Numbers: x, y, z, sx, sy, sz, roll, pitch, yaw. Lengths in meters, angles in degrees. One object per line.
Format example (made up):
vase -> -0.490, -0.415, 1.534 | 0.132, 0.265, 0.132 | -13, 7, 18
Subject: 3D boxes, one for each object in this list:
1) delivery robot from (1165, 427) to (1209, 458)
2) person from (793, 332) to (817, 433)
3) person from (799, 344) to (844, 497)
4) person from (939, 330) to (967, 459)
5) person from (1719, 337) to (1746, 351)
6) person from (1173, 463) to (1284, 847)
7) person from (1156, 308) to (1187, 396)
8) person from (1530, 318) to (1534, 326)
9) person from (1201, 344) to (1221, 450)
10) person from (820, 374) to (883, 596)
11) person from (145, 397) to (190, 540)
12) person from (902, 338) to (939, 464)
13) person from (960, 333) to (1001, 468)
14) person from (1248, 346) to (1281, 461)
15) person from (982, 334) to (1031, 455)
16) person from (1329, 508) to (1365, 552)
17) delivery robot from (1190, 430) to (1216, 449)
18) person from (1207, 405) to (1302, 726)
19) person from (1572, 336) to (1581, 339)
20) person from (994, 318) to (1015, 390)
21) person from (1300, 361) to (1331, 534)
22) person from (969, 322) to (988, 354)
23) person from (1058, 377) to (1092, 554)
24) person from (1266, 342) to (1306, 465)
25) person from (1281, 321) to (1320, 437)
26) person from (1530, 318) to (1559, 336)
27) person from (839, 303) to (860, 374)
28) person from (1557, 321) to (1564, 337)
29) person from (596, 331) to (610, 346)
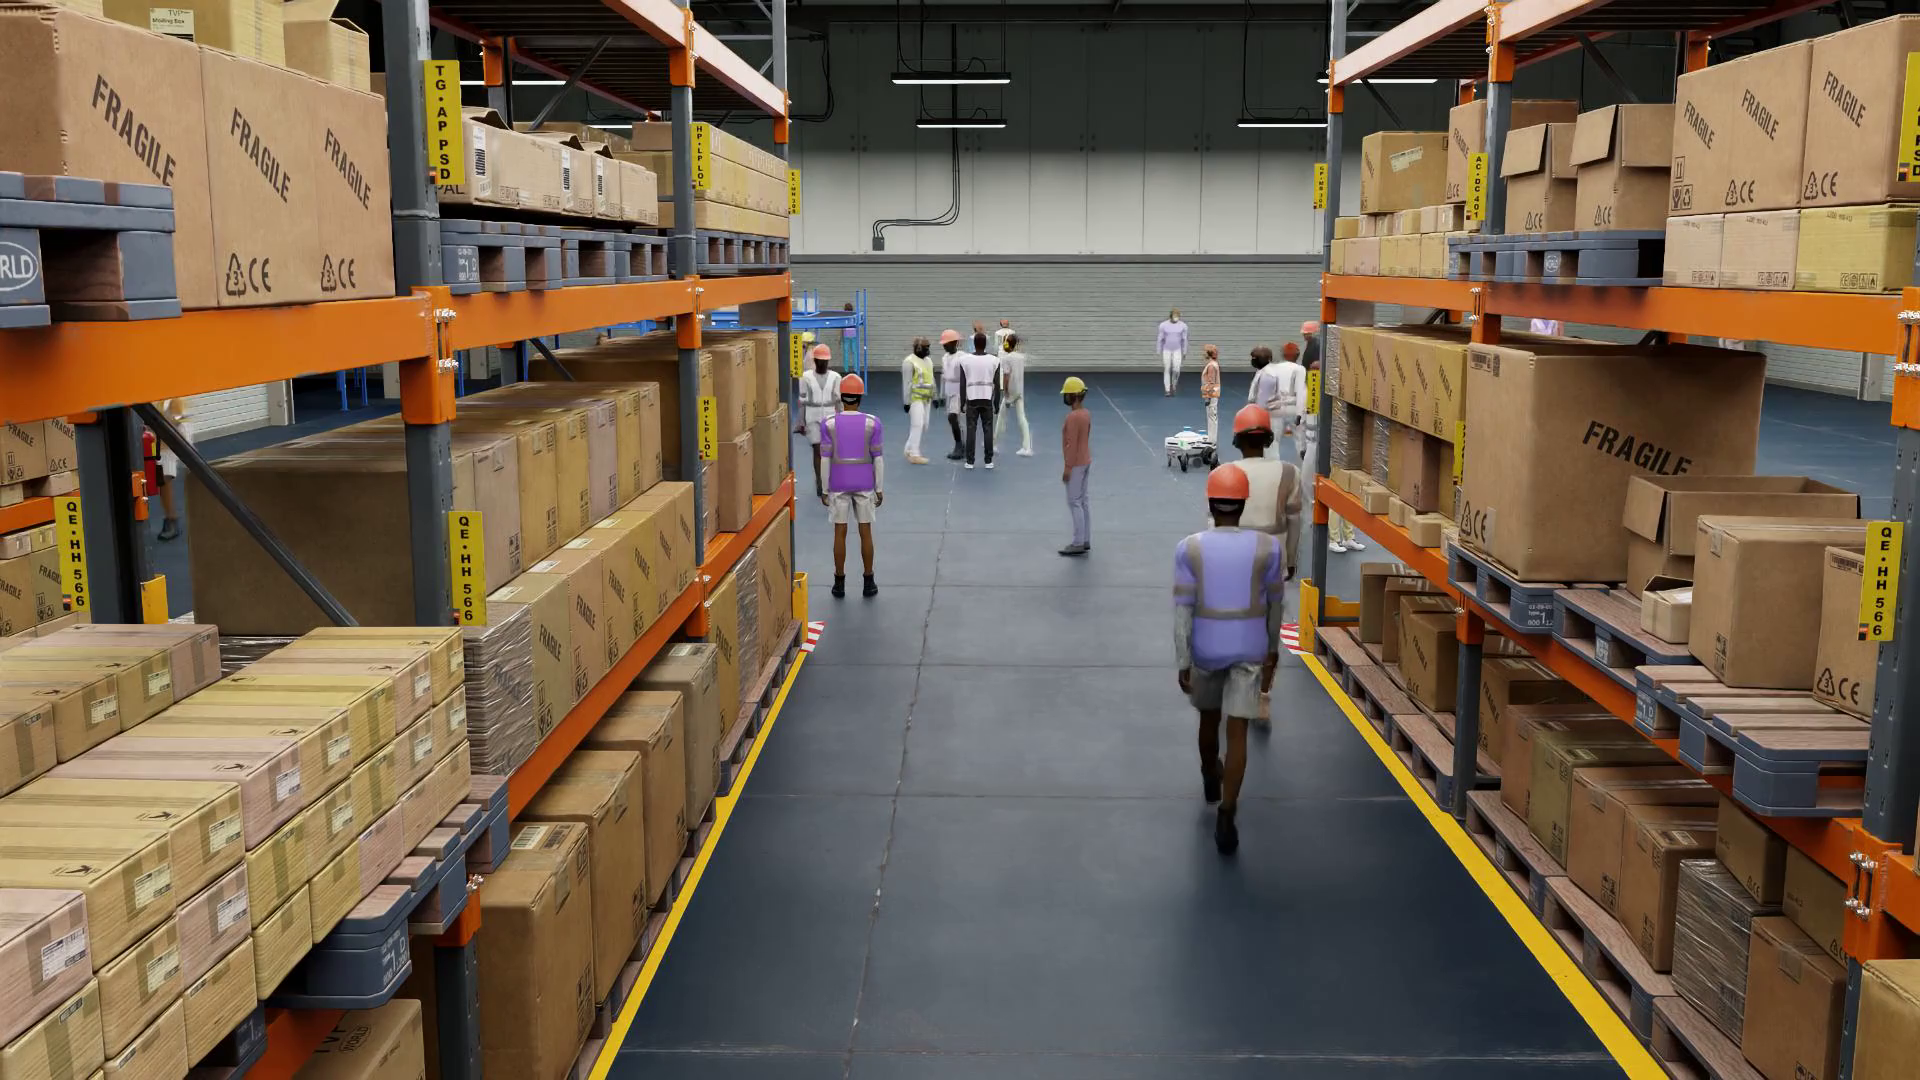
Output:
delivery robot -> 3.265, -1.387, 23.943 | 0.477, 0.478, 0.707 | 9, 13, 42
person -> -2.481, -2.698, 28.434 | 0.828, 1.730, 0.518 | -3, 10, -16
person -> -1.752, -1.539, 21.042 | 0.559, 1.894, 0.991 | -3, 10, -15
person -> -0.112, -2.146, 24.572 | 0.493, 1.913, 0.567 | -8, 12, -39
person -> 18.706, -4.737, 40.262 | 0.654, 1.861, 0.649 | 2, 10, 14
person -> 1.372, 0.543, 8.545 | 0.548, 1.879, 1.001 | 2, 10, 11
person -> 4.613, -4.093, 36.251 | 0.666, 1.915, 0.436 | 1, 10, 4
person -> 14.624, -4.984, 41.763 | 1.021, 1.860, 0.660 | -4, 10, -21
person -> 3.886, -2.214, 25.801 | 0.310, 1.642, 0.514 | 2, 10, 11
person -> -0.945, -0.481, 14.536 | 0.552, 1.936, 0.358 | -1, 9, -4
person -> -8.397, -0.942, 17.347 | 0.582, 1.915, 0.684 | 1, 10, 6
person -> -0.638, -2.037, 24.243 | 0.549, 1.818, 0.627 | 5, 11, 29
person -> 0.285, -1.969, 23.531 | 0.587, 1.912, 0.374 | -1, 10, -6
person -> 3.887, -1.616, 21.682 | 0.697, 1.813, 0.659 | 1, 10, 7
person -> 0.750, -2.212, 25.253 | 0.531, 1.820, 0.979 | -8, 13, -41
person -> 3.921, -0.703, 16.774 | 0.505, 1.633, 0.279 | -7, 12, -38
delivery robot -> 3.411, -1.430, 23.423 | 0.335, 0.223, 0.698 | 3, 10, 17
person -> 1.879, 0.124, 10.744 | 0.618, 1.989, 1.041 | 0, 9, 2
person -> 7.872, -1.645, 21.421 | 0.614, 1.963, 0.362 | -3, 10, -15
person -> 1.025, -4.228, 37.877 | 0.512, 1.637, 0.307 | -3, 10, -19
person -> 3.861, -0.984, 17.769 | 0.394, 1.864, 0.616 | -8, 13, -41
person -> 0.428, -3.924, 36.091 | 0.521, 1.613, 0.710 | -6, 11, -31
person -> 1.140, -0.746, 16.642 | 0.328, 1.765, 0.531 | 4, 10, 23
person -> 4.468, -1.755, 22.522 | 0.605, 1.814, 0.993 | 9, 13, 44
person -> 5.887, -2.675, 27.711 | 1.014, 1.945, 0.622 | 0, 9, -1
person -> 13.040, -4.283, 37.050 | 0.630, 2.015, 0.789 | -1, 10, -6
person -> -2.891, -5.278, 43.529 | 0.563, 1.850, 0.389 | -3, 10, -20
person -> 13.819, -4.582, 38.924 | 0.613, 1.995, 0.391 | 7, 12, 35
person -> -5.705, -2.414, 26.456 | 0.525, 1.827, 0.744 | -4, 10, -23
